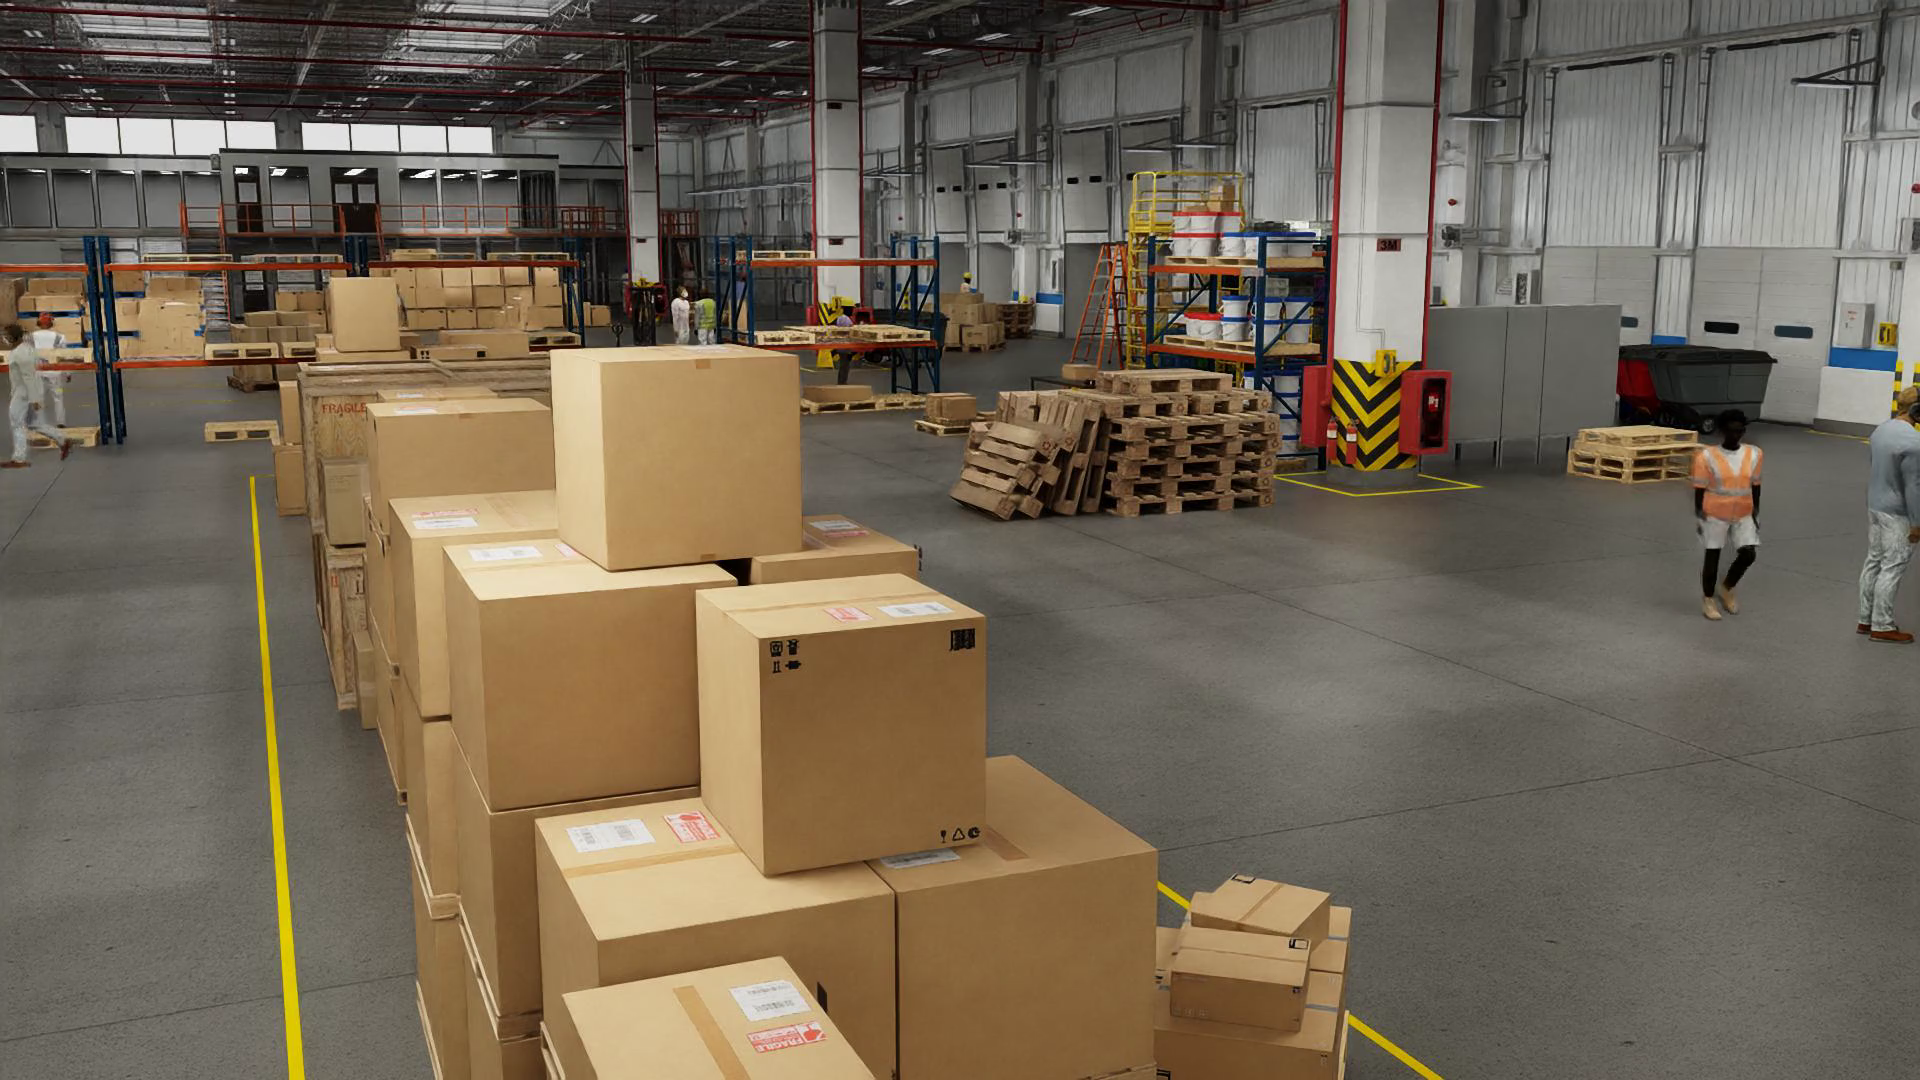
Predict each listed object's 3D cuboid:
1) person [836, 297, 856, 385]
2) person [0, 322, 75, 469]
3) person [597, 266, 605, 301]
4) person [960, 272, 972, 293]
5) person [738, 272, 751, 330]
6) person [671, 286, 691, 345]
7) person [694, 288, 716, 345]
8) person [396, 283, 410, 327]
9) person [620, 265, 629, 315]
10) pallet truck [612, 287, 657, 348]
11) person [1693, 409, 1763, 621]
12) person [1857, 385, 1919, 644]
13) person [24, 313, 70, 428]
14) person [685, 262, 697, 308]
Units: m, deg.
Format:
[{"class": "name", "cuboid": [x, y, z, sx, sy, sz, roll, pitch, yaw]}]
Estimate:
[{"class": "person", "cuboid": [-2.103, -3.525, 30.781, 0.389, 1.919, 0.586, -3, 11, -14]}, {"class": "person", "cuboid": [-12.203, -1.904, 21.853, 0.813, 1.918, 0.627, -5, 12, -27]}, {"class": "person", "cuboid": [-15.217, -10.704, 70.464, 0.598, 1.866, 0.428, -7, 12, -34]}, {"class": "person", "cuboid": [0.195, -7.495, 52.632, 0.384, 1.923, 0.589, -4, 11, -20]}, {"class": "person", "cuboid": [-7.032, -7.770, 54.166, 0.547, 1.920, 0.775, 6, 12, 28]}, {"class": "person", "cuboid": [-6.223, -4.708, 37.230, 0.367, 1.940, 0.634, 3, 11, 17]}, {"class": "person", "cuboid": [-5.950, -4.951, 38.841, 0.429, 1.844, 0.627, 10, 14, 43]}, {"class": "person", "cuboid": [-14.344, -5.615, 42.472, 0.596, 1.848, 0.522, 6, 12, 32]}, {"class": "person", "cuboid": [-12.961, -9.729, 64.876, 0.615, 1.945, 0.405, 2, 10, 10]}, {"class": "pallet truck", "cuboid": [-6.464, -4.406, 35.401, 0.823, 1.965, 1.885, 6, 12, 32]}, {"class": "person", "cuboid": [6.005, -0.191, 13.020, 0.564, 1.680, 0.378, 0, 10, 1]}, {"class": "person", "cuboid": [6.956, -0.189, 12.366, 0.383, 1.931, 0.631, 0, 10, 2]}, {"class": "person", "cuboid": [-14.164, -2.583, 25.803, 0.637, 1.846, 0.811, -5, 11, -26]}, {"class": "person", "cuboid": [-11.544, -10.919, 71.354, 0.482, 1.974, 0.639, 9, 14, 42]}]
